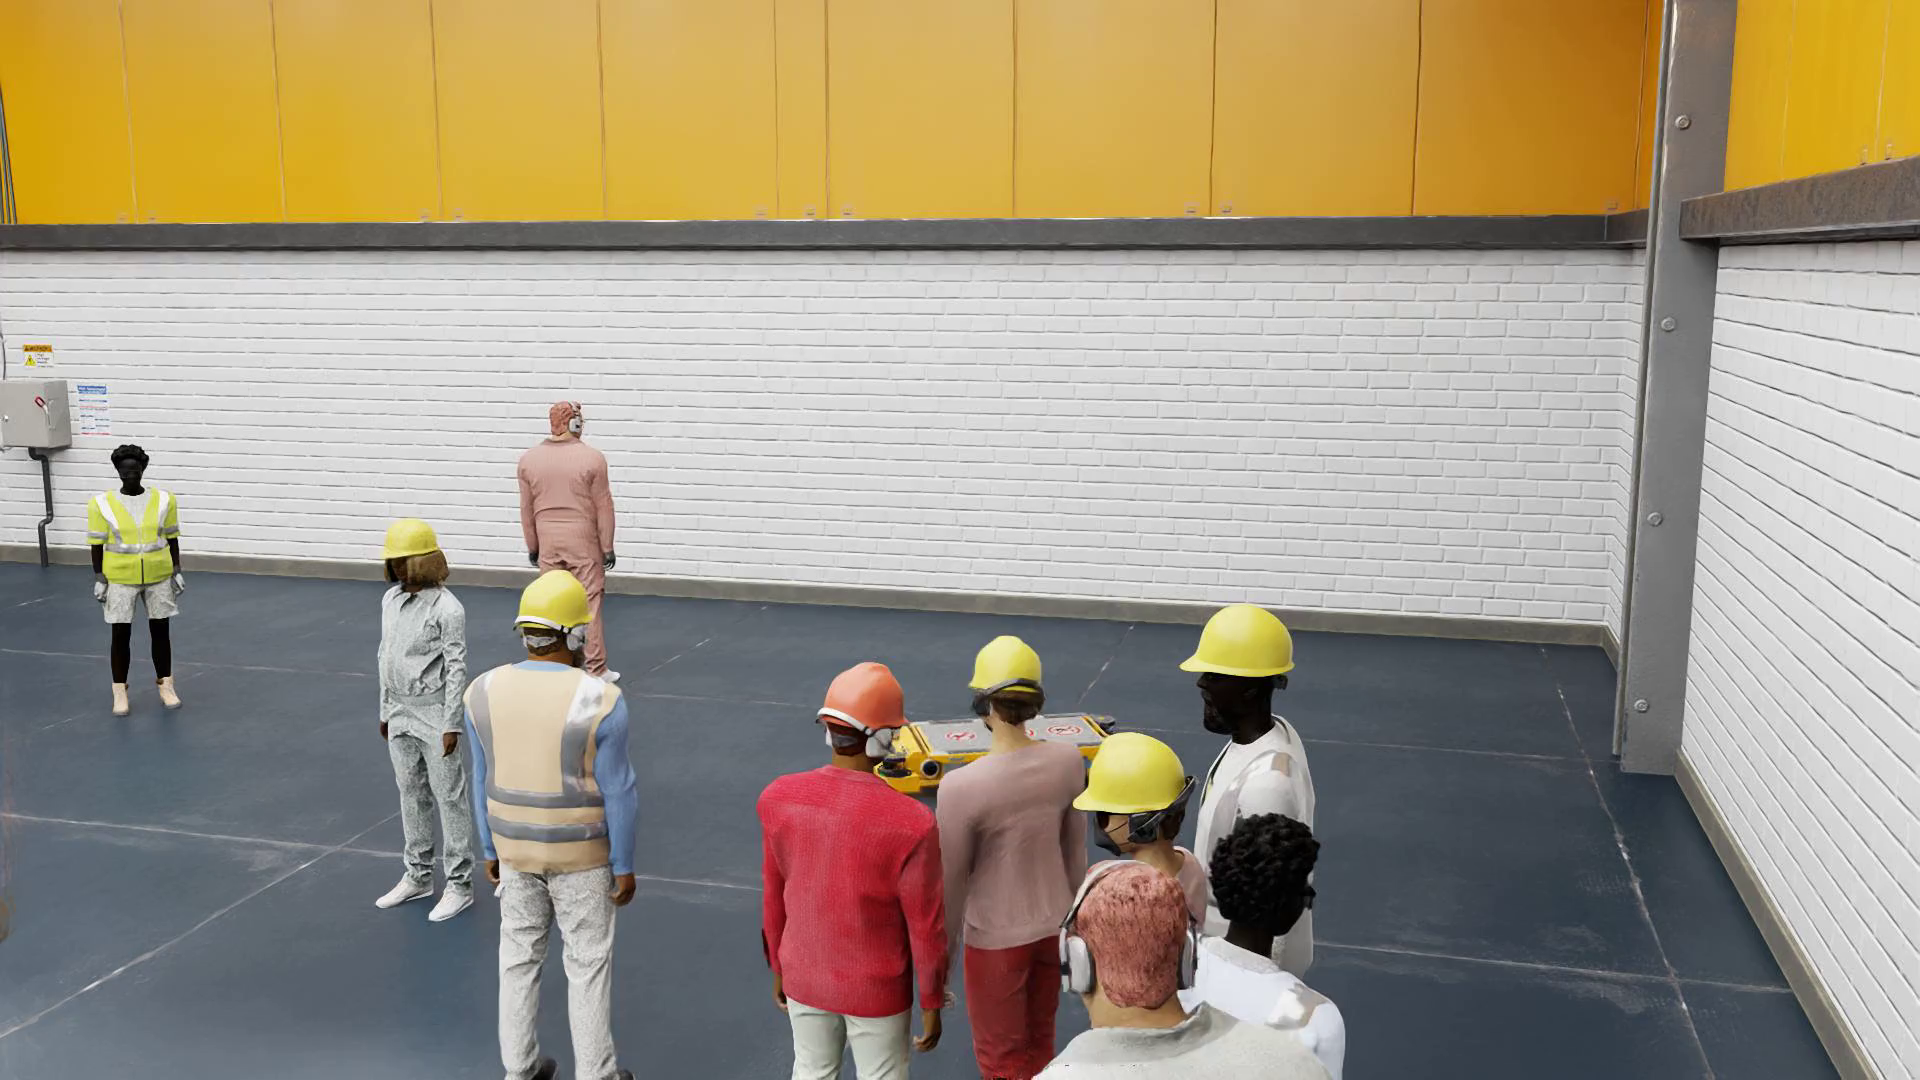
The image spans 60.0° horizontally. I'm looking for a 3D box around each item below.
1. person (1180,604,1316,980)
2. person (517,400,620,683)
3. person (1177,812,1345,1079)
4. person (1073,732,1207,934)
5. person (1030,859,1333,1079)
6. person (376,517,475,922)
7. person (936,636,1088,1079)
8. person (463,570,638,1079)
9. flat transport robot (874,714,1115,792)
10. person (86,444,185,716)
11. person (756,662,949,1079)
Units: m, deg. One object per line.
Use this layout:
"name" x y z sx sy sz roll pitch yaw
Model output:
"person" 0.764 1.122 4.498 0.369 1.928 0.585 1 10 6
"person" -2.567 0.030 11.007 0.636 1.903 0.404 2 10 11
"person" 0.594 1.404 3.555 0.320 1.687 0.539 -8 13 -40
"person" 0.426 1.308 3.911 0.338 1.761 0.525 3 10 19
"person" 0.351 1.457 2.820 0.687 1.847 1.025 -4 10 -22
"person" -2.322 0.762 7.160 0.486 1.744 0.296 6 11 30
"person" 0.152 1.152 4.860 0.554 1.752 0.417 -7 12 -36
"person" -1.325 1.007 5.503 0.588 1.824 0.404 3 10 16
"flat transport robot" 0.221 1.159 9.151 1.431 0.197 0.652 -2 10 -11
"person" -5.123 0.239 10.371 0.540 1.697 0.317 -7 12 -36
"person" -0.282 1.196 4.619 0.573 1.740 0.349 5 11 26
